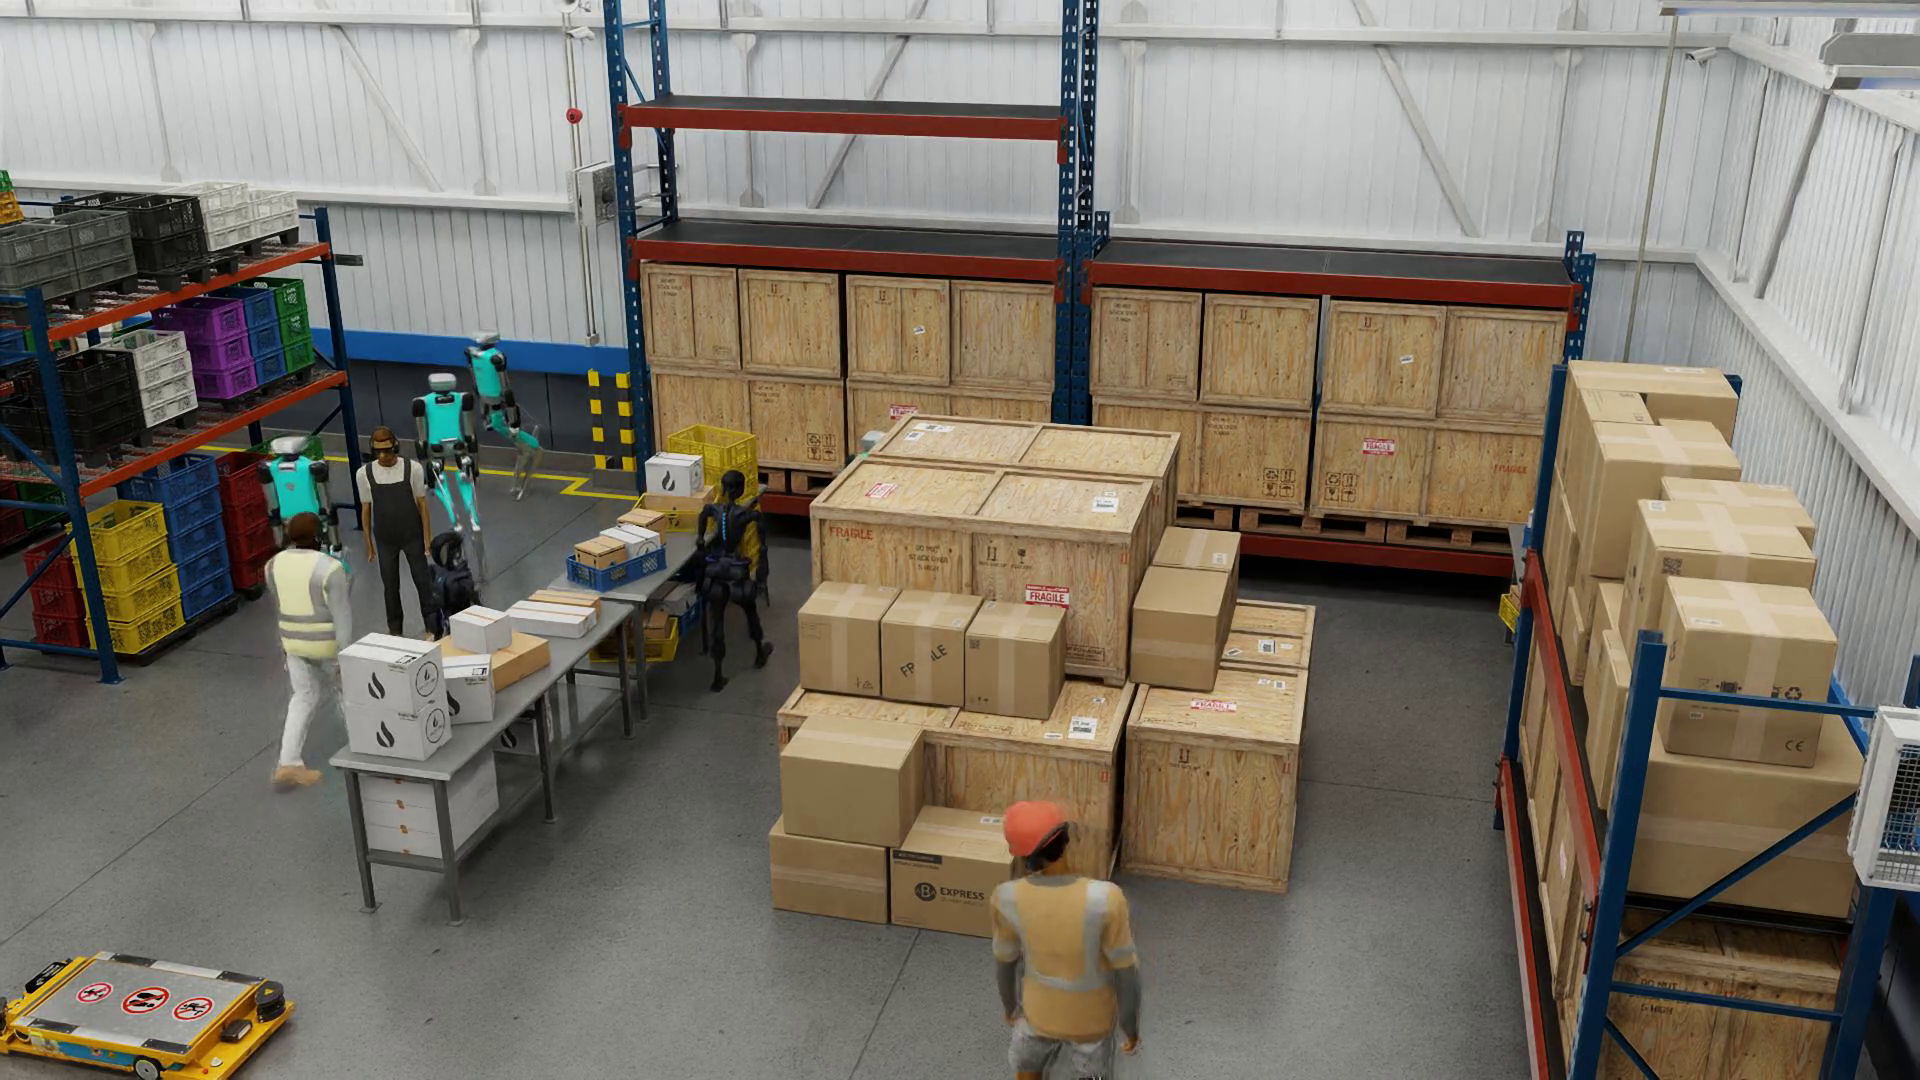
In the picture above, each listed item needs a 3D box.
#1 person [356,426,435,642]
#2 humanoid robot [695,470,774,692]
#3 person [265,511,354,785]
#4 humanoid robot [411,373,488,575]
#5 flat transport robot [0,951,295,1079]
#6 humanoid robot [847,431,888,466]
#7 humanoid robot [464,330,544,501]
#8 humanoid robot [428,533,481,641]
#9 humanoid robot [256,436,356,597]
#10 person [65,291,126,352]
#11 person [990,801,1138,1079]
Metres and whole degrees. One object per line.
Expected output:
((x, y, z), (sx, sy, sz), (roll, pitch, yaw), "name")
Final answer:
((-4.353, -0.011, 12.890), (0.504, 1.836, 0.332), (-5, 22, -14), "person")
((-1.697, 0.262, 12.424), (0.611, 1.629, 0.744), (5, 22, 13), "humanoid robot")
((-4.303, 0.708, 11.081), (0.659, 1.784, 0.907), (4, 21, 11), "person")
((-4.326, -0.453, 14.331), (0.549, 1.906, 0.707), (-13, 24, -30), "humanoid robot")
((-4.270, 2.464, 8.601), (1.431, 0.231, 0.659), (5, 22, 13), "flat transport robot")
((-0.648, 0.071, 12.797), (0.539, 1.755, 0.919), (5, 21, 12), "humanoid robot")
((-4.353, -1.221, 16.205), (0.574, 1.780, 0.796), (15, 26, 35), "humanoid robot")
((-3.324, 0.695, 11.263), (0.584, 1.648, 0.443), (16, 26, 35), "humanoid robot")
((-5.042, -0.011, 13.017), (0.541, 1.793, 0.672), (0, 21, 0), "humanoid robot")
((-9.332, -1.995, 18.075), (0.561, 1.836, 0.388), (-3, 21, -8), "person")
((0.426, 2.074, 7.235), (0.715, 1.989, 0.400), (9, 23, 22), "person")
